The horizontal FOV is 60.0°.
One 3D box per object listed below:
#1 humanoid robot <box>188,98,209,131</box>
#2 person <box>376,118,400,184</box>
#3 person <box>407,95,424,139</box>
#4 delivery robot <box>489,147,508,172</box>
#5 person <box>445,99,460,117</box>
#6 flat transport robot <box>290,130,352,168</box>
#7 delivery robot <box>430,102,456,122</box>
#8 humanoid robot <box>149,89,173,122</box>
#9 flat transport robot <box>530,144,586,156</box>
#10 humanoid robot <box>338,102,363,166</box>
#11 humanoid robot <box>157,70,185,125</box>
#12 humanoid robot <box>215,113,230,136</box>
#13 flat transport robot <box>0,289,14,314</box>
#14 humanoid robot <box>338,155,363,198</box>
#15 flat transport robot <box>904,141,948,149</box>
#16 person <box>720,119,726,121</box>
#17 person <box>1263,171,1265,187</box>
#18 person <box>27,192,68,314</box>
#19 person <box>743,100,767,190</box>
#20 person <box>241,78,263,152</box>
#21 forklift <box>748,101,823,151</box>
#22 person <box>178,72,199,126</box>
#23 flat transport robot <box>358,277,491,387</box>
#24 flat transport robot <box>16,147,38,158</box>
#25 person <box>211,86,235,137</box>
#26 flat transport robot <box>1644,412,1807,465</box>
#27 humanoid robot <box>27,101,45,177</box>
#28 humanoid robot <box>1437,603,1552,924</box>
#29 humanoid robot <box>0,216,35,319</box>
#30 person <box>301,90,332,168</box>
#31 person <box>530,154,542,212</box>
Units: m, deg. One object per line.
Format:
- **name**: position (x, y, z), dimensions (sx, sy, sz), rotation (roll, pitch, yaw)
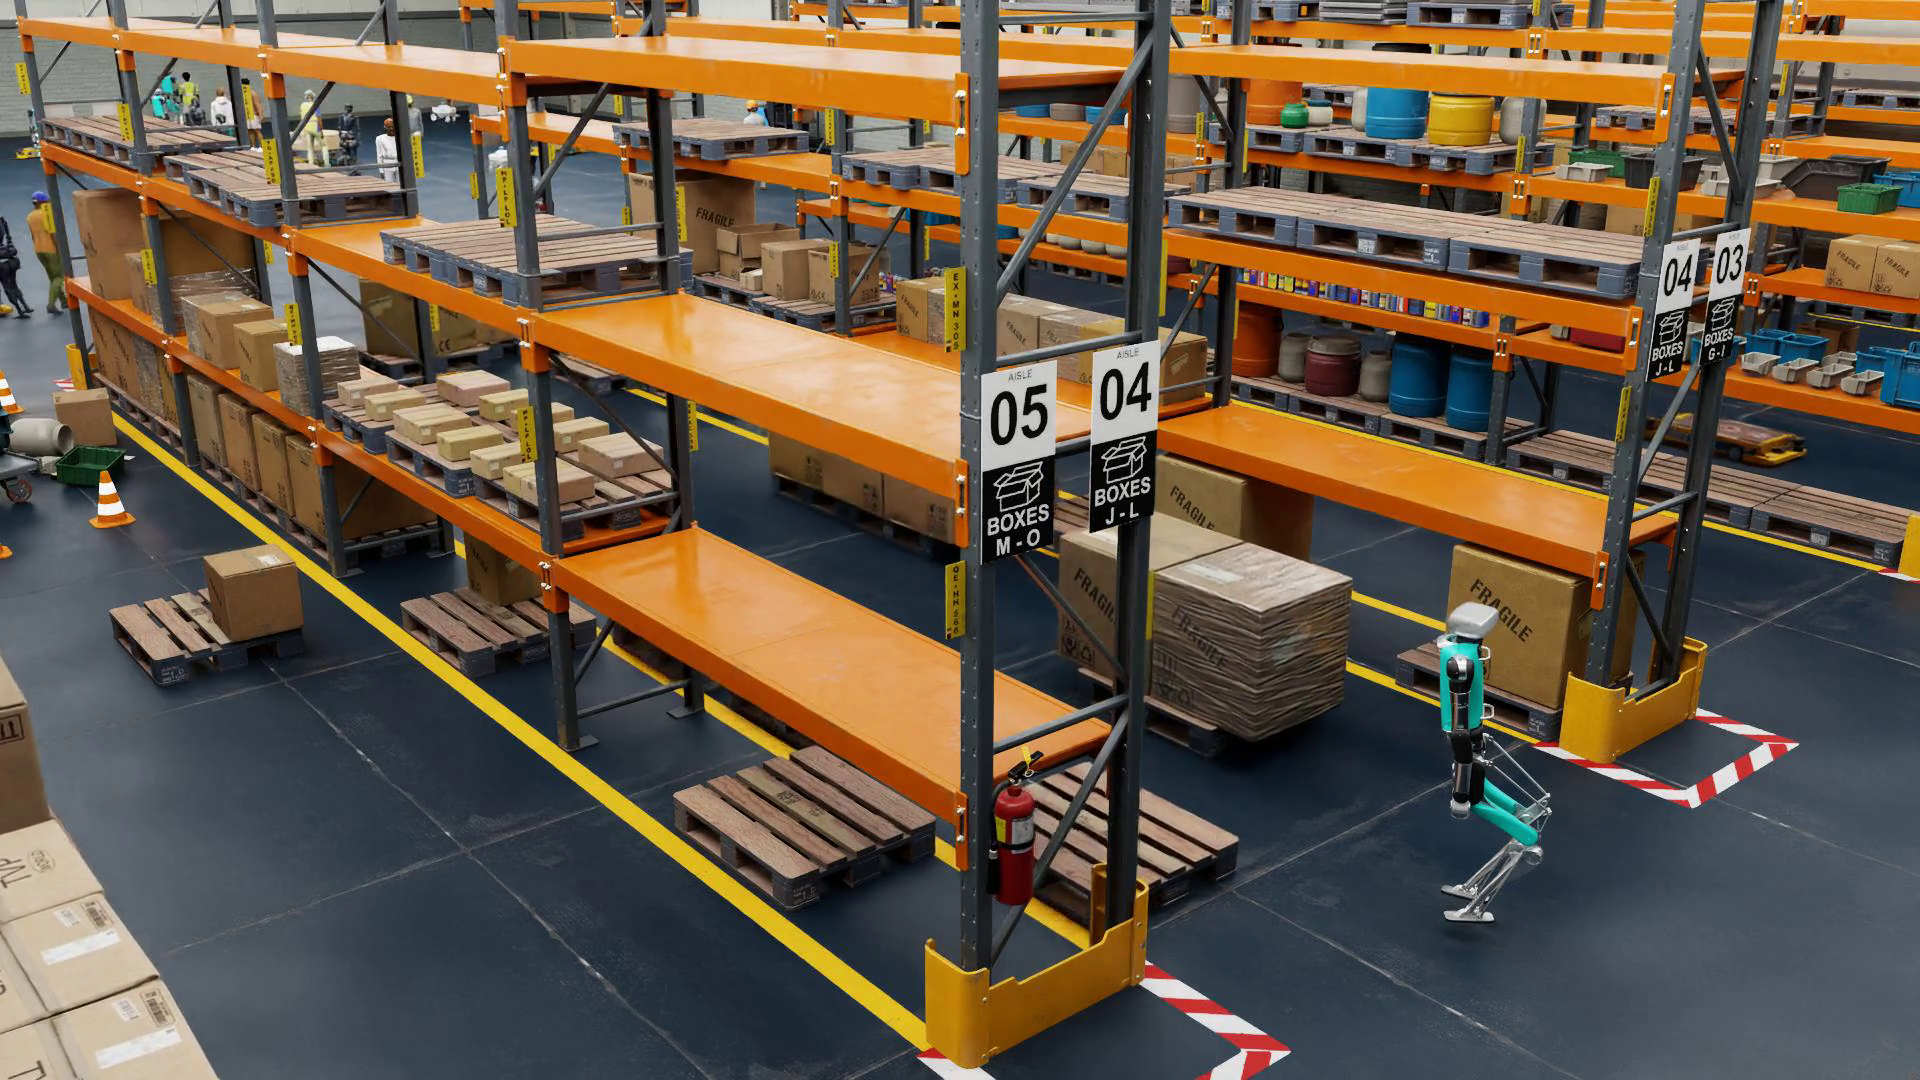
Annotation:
- **humanoid robot**: position (-17.695, -9.434, 38.676), dimensions (0.334, 1.653, 0.589), rotation (6, 20, 16)
- **person**: position (-10.678, -6.986, 31.388), dimensions (0.571, 1.882, 0.357), rotation (-13, 23, -33)
- **person**: position (-12.840, -9.572, 38.976), dimensions (0.513, 1.721, 0.838), rotation (-9, 21, -23)
- **delivery robot**: position (-10.607, -8.840, 38.643), dimensions (0.499, 0.581, 0.767), rotation (7, 21, 19)
- **person**: position (-15.881, -14.129, 51.735), dimensions (0.498, 1.870, 0.380), rotation (17, 26, 40)
- **flat transport robot**: position (-15.218, -9.033, 39.644), dimensions (0.659, 0.231, 1.431), rotation (9, 21, 24)
- **delivery robot**: position (-15.622, -12.945, 50.329), dimensions (0.754, 0.583, 0.499), rotation (7, 21, 20)
- **humanoid robot**: position (-19.105, -10.027, 40.321), dimensions (0.531, 1.803, 0.805), rotation (12, 23, 30)
- **flat transport robot**: position (-10.141, -9.808, 41.848), dimensions (0.659, 0.231, 1.431), rotation (11, 22, 28)
- **humanoid robot**: position (-13.729, -8.997, 37.421), dimensions (0.609, 1.640, 0.373), rotation (5, 20, 14)
- **humanoid robot**: position (-22.242, -12.443, 47.134), dimensions (0.556, 1.750, 0.787), rotation (4, 20, 11)
- **humanoid robot**: position (-15.625, -8.187, 35.188), dimensions (0.751, 1.635, 0.590), rotation (-2, 19, -5)
- **flat transport robot**: position (-13.930, -3.156, 22.917), dimensions (0.659, 0.231, 1.431), rotation (18, 26, 41)
- **humanoid robot**: position (-10.056, -5.639, 27.879), dimensions (0.629, 1.623, 0.514), rotation (6, 20, 16)
- **flat transport robot**: position (-0.750, -7.691, 35.824), dimensions (0.659, 0.231, 1.431), rotation (-8, 21, -21)
- **person**: position (-4.790, -7.576, 33.347), dimensions (0.943, 1.692, 0.491), rotation (0, 19, -1)
- **person**: position (4.906, -5.767, 28.045), dimensions (0.563, 1.791, 0.997), rotation (-9, 21, -24)
- **person**: position (-12.705, -4.027, 23.285), dimensions (0.496, 1.680, 0.755), rotation (5, 20, 13)
- **person**: position (-4.368, -8.399, 35.403), dimensions (0.569, 1.889, 0.389), rotation (-12, 22, -30)
- **person**: position (-18.033, -10.813, 42.337), dimensions (0.794, 1.843, 0.410), rotation (7, 21, 20)
- **forklift**: position (-4.526, -11.368, 42.374), dimensions (1.129, 2.768, 1.873), rotation (-15, 24, -37)
- **person**: position (-21.644, -12.289, 46.762), dimensions (0.533, 1.694, 0.318), rotation (-16, 25, -37)
- **flat transport robot**: position (-6.243, -1.927, 19.420), dimensions (0.659, 0.231, 1.431), rotation (-15, 24, -37)
- **flat transport robot**: position (-22.700, -9.662, 41.434), dimensions (1.431, 0.231, 0.659), rotation (-11, 22, -28)
- **person**: position (-17.289, -9.702, 39.101), dimensions (0.503, 1.890, 0.746), rotation (-14, 24, -35)
- **flat transport robot**: position (7.747, -1.042, 16.901), dimensions (0.659, 0.231, 1.431), rotation (-14, 24, -34)
- **humanoid robot**: position (-20.584, -8.966, 37.340), dimensions (0.530, 1.807, 0.972), rotation (-13, 23, -33)
- **humanoid robot**: position (2.698, 1.139, 8.287), dimensions (0.735, 1.673, 0.533), rotation (6, 20, 16)
- **humanoid robot**: position (-13.124, -3.853, 22.799), dimensions (0.391, 1.642, 0.595), rotation (4, 20, 10)
- **person**: position (-14.831, -9.401, 38.291), dimensions (0.514, 1.859, 0.783), rotation (3, 20, 8)
- **person**: position (-6.511, -4.929, 25.435), dimensions (0.631, 1.934, 0.795), rotation (7, 21, 20)
